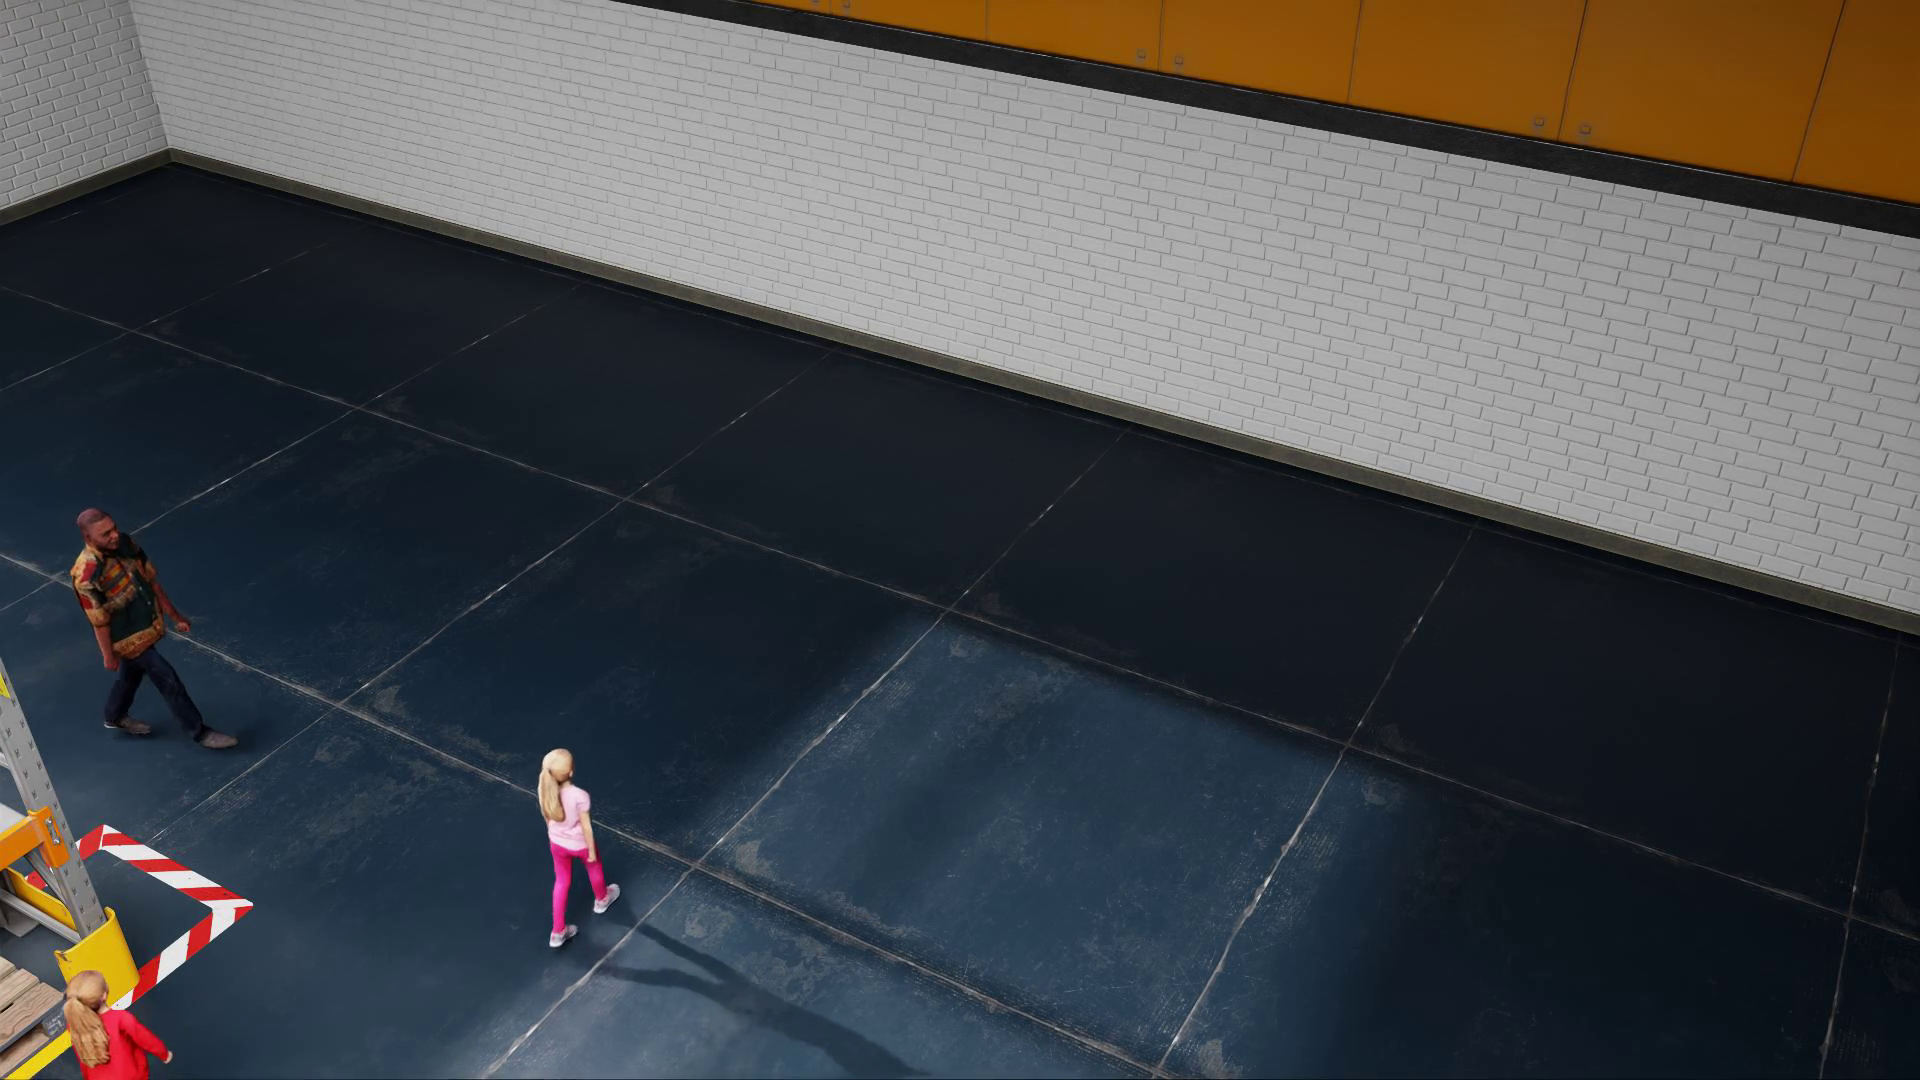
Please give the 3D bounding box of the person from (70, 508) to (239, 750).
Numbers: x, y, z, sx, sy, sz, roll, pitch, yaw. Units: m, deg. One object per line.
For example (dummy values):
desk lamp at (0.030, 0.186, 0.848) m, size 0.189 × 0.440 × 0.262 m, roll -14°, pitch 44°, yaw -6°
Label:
person at (-5.235, 0.563, 10.374) m, size 1.083 × 1.762 × 1.216 m, roll 2°, pitch 34°, yaw 3°

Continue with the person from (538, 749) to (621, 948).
person at (-2.174, 1.686, 9.132) m, size 0.614 × 1.265 × 0.861 m, roll 10°, pitch 35°, yaw 14°

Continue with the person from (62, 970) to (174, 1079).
person at (-3.961, 2.566, 7.812) m, size 0.673 × 1.262 × 0.834 m, roll 5°, pitch 34°, yaw 7°
